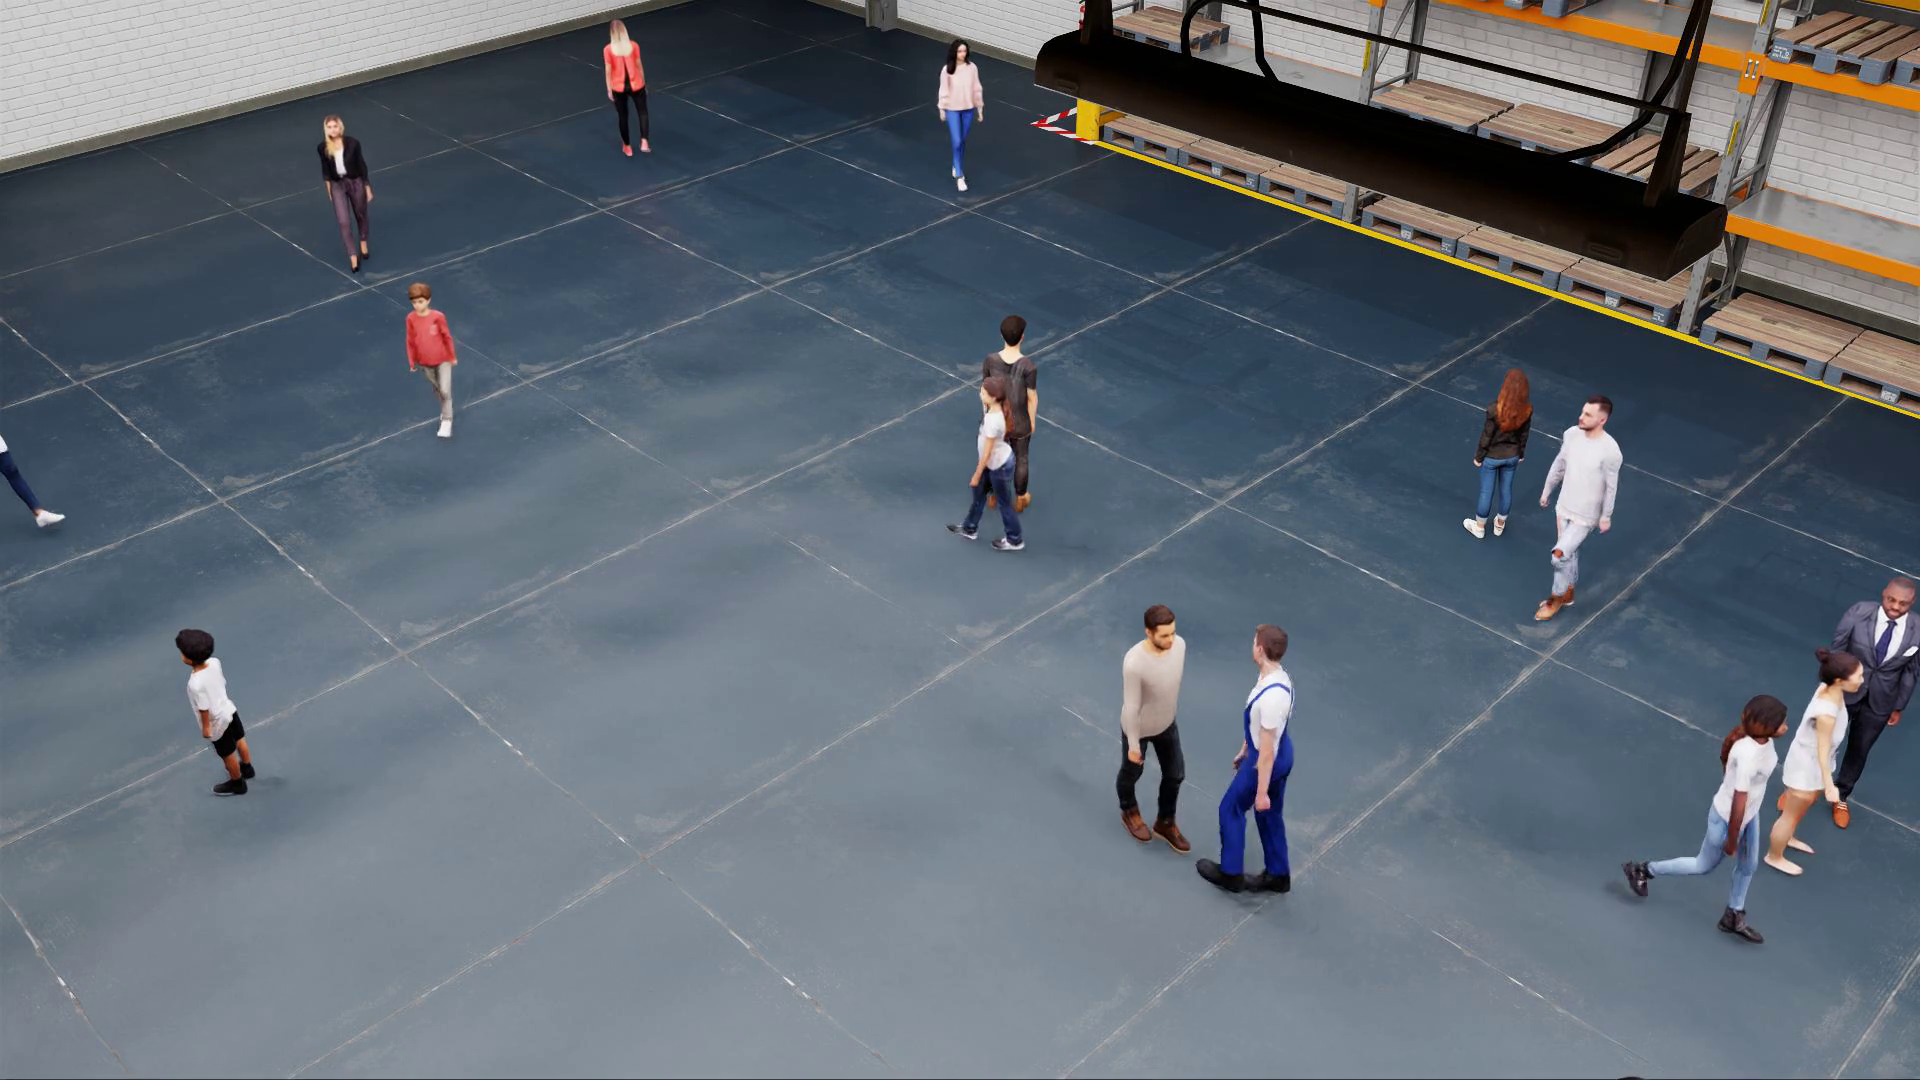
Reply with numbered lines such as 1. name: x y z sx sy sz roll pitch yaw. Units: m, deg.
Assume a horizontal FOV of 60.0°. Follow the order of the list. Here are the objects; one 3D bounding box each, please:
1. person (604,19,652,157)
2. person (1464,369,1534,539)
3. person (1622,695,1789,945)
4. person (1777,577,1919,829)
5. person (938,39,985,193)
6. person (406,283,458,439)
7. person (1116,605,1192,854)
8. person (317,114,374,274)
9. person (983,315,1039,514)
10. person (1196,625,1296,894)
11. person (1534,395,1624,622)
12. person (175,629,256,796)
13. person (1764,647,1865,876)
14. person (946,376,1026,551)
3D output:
1. person: -4.044 -5.482 20.279 0.814 1.689 0.881 -9 35 -13
2. person: 4.314 -0.692 13.259 0.640 1.483 0.667 -6 34 -8
3. person: 4.402 1.583 9.648 1.113 1.692 0.702 23 40 30
4. person: 5.643 0.980 10.436 0.671 1.823 0.823 15 36 21
5. person: -0.031 -5.050 19.584 0.914 1.739 1.085 -11 35 -16
6. person: -4.665 -1.643 14.781 0.913 1.381 0.974 0 34 0
7. person: 1.105 1.098 10.239 0.746 1.846 0.813 -20 38 -27
8. person: -6.495 -3.736 17.692 0.867 1.644 1.029 -11 35 -16
9. person: 0.398 -1.012 13.535 0.625 1.711 0.749 10 35 15
10. person: 1.855 1.376 9.864 0.951 1.798 0.885 5 34 8
11. person: 4.642 -0.263 12.305 0.887 1.824 0.763 -13 36 -19
12. person: -4.809 1.104 10.759 0.623 1.259 0.571 2 34 4
13. person: 5.127 1.341 10.089 0.686 1.607 0.646 19 38 26
14. person: 0.361 -0.583 13.042 0.961 1.541 0.836 5 34 8
